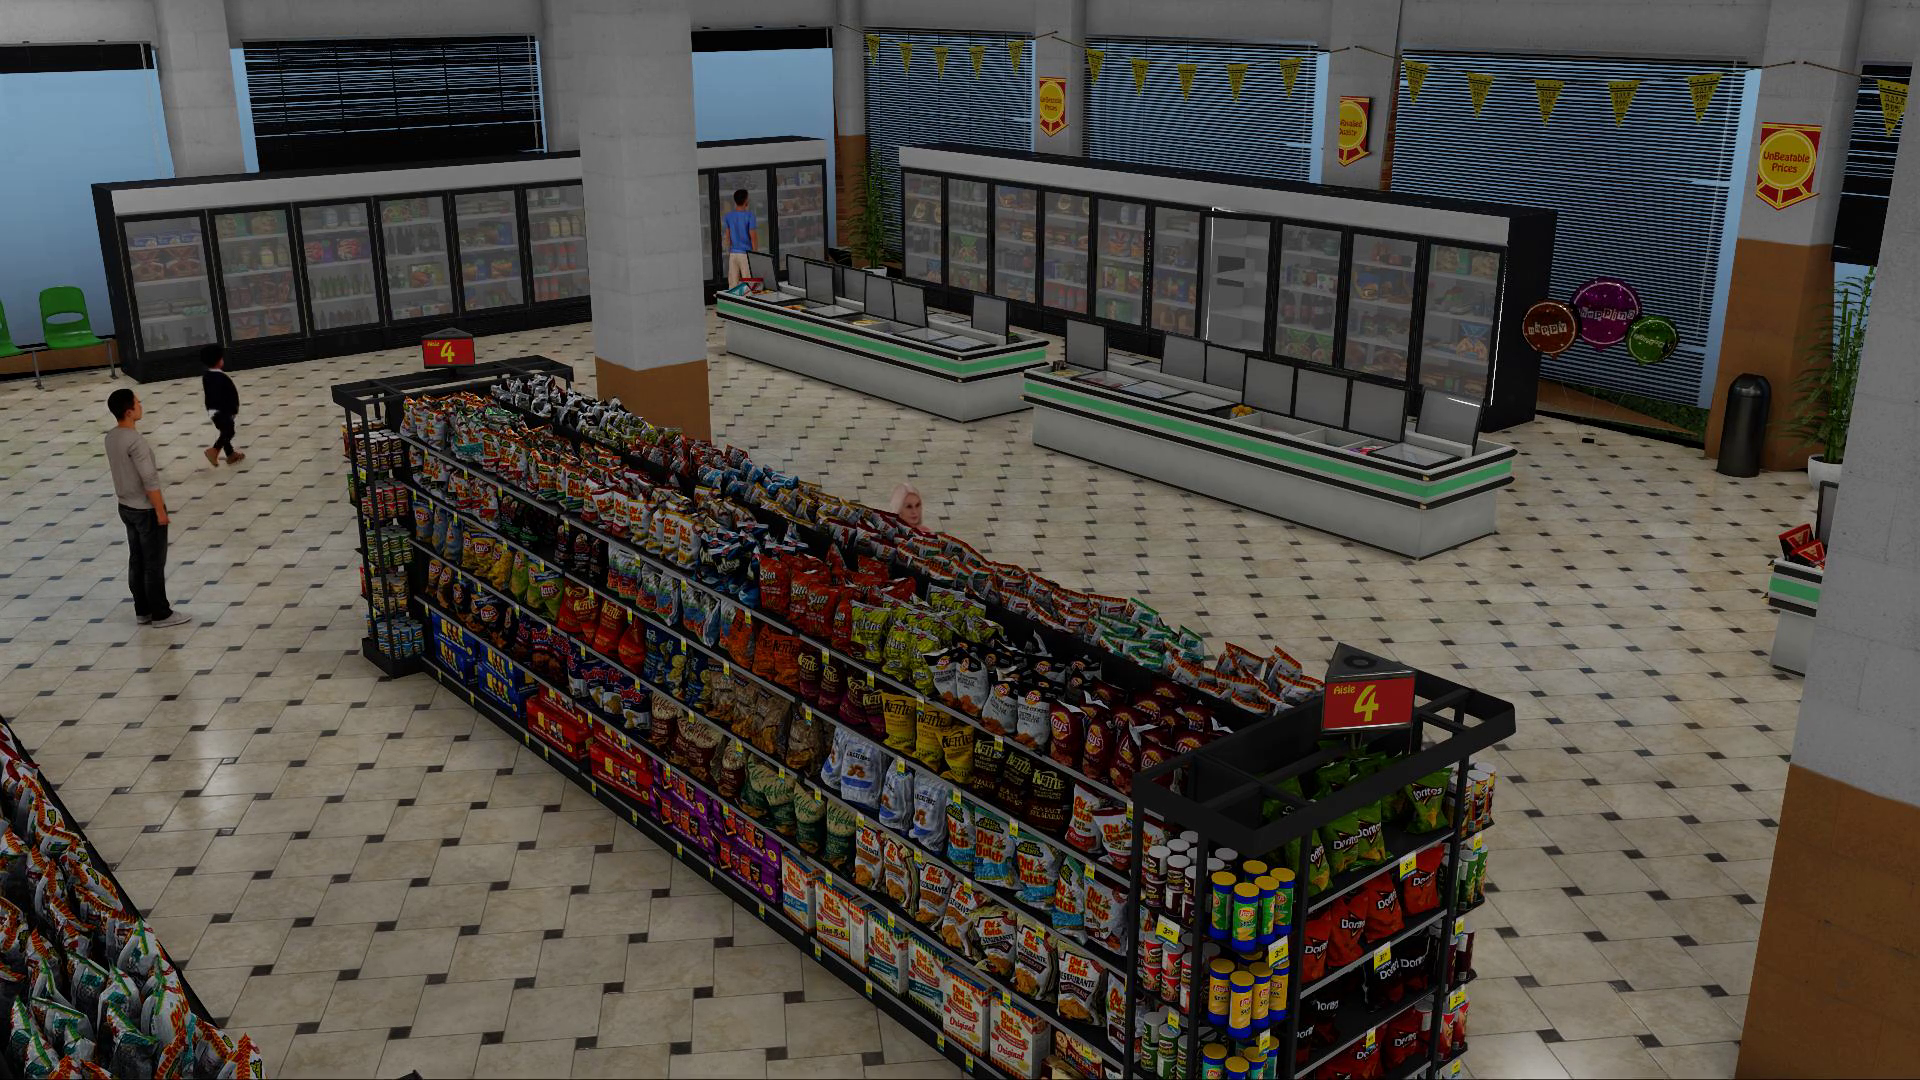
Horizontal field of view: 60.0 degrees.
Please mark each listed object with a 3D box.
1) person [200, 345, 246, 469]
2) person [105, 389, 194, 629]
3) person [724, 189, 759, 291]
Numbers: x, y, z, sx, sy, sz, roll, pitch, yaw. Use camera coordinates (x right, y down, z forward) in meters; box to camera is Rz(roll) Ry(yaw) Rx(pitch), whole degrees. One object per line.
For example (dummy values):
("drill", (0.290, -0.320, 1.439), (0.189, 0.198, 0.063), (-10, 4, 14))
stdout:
("person", (-7.357, -1.312, 16.466), (0.776, 1.216, 0.756), (8, 20, 22))
("person", (-6.091, -0.235, 12.349), (0.574, 1.806, 0.773), (13, 22, 33))
("person", (-3.065, -3.991, 23.401), (0.663, 1.862, 0.793), (7, 20, 20))
